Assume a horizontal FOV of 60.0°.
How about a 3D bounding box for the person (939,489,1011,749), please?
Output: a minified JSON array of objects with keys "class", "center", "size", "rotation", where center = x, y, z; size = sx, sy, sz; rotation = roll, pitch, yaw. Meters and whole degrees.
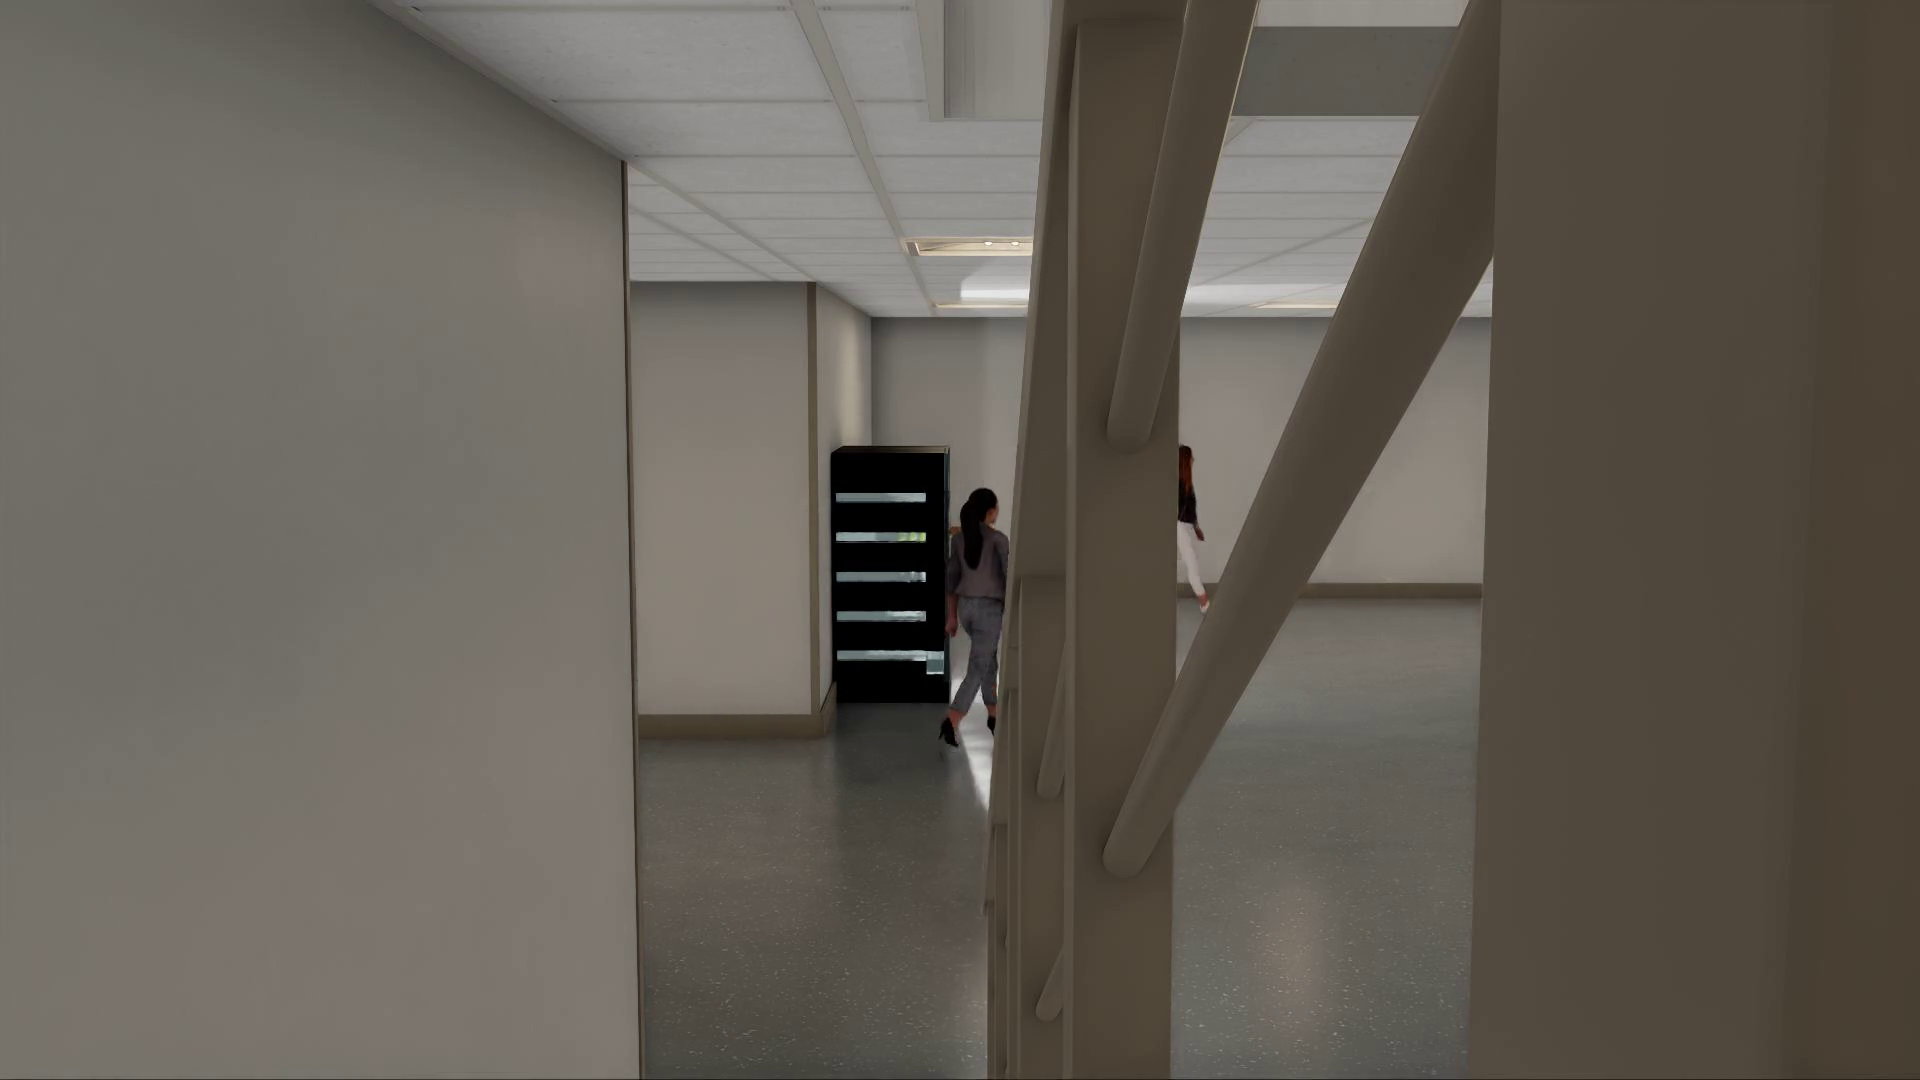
[{"class":"person","center":[0.093,0.533,10.532],"size":[1.023,1.636,1.121],"rotation":[5,8,40]}]
